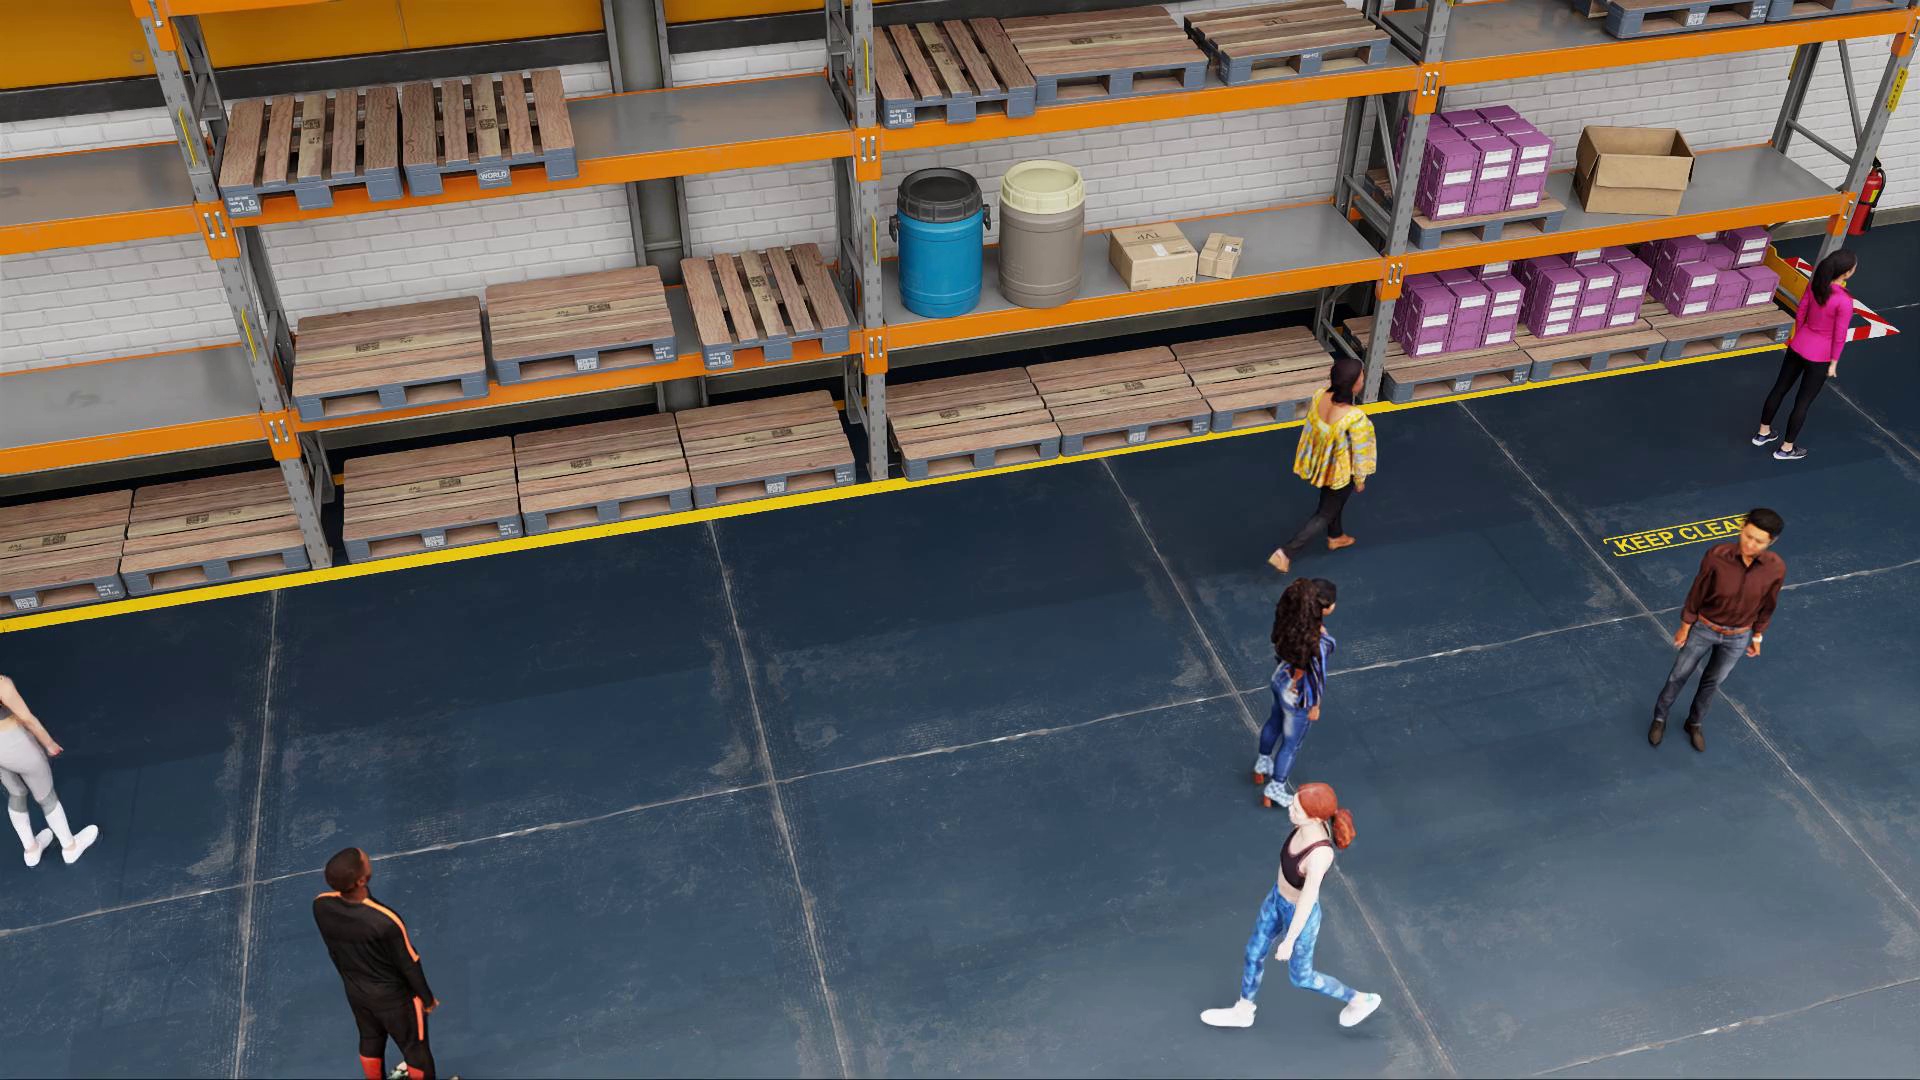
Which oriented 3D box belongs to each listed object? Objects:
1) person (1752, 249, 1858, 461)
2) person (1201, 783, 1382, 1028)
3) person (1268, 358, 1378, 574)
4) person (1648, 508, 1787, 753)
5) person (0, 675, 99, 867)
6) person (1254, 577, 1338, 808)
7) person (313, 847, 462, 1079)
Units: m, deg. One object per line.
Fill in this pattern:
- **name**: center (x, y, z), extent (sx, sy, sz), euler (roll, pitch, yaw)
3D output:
- **person**: center (6.256, -1.377, 12.248), extent (0.610, 1.699, 0.610), euler (-15, 41, -18)
- **person**: center (1.724, 1.864, 8.140), extent (1.169, 1.760, 0.757), euler (-1, 39, -1)
- **person**: center (2.441, -0.451, 11.137), extent (1.105, 1.627, 0.840), euler (-18, 42, -21)
- **person**: center (4.478, 0.512, 9.810), extent (0.637, 1.778, 0.774), euler (9, 39, 11)
- **person**: center (-5.191, 1.154, 9.066), extent (0.614, 1.705, 0.716), euler (4, 39, 5)
- **person**: center (1.911, 0.863, 9.501), extent (0.547, 1.617, 0.620), euler (-8, 39, -10)
- **person**: center (-2.719, 2.106, 7.794), extent (0.657, 1.804, 0.758), euler (11, 40, 14)
